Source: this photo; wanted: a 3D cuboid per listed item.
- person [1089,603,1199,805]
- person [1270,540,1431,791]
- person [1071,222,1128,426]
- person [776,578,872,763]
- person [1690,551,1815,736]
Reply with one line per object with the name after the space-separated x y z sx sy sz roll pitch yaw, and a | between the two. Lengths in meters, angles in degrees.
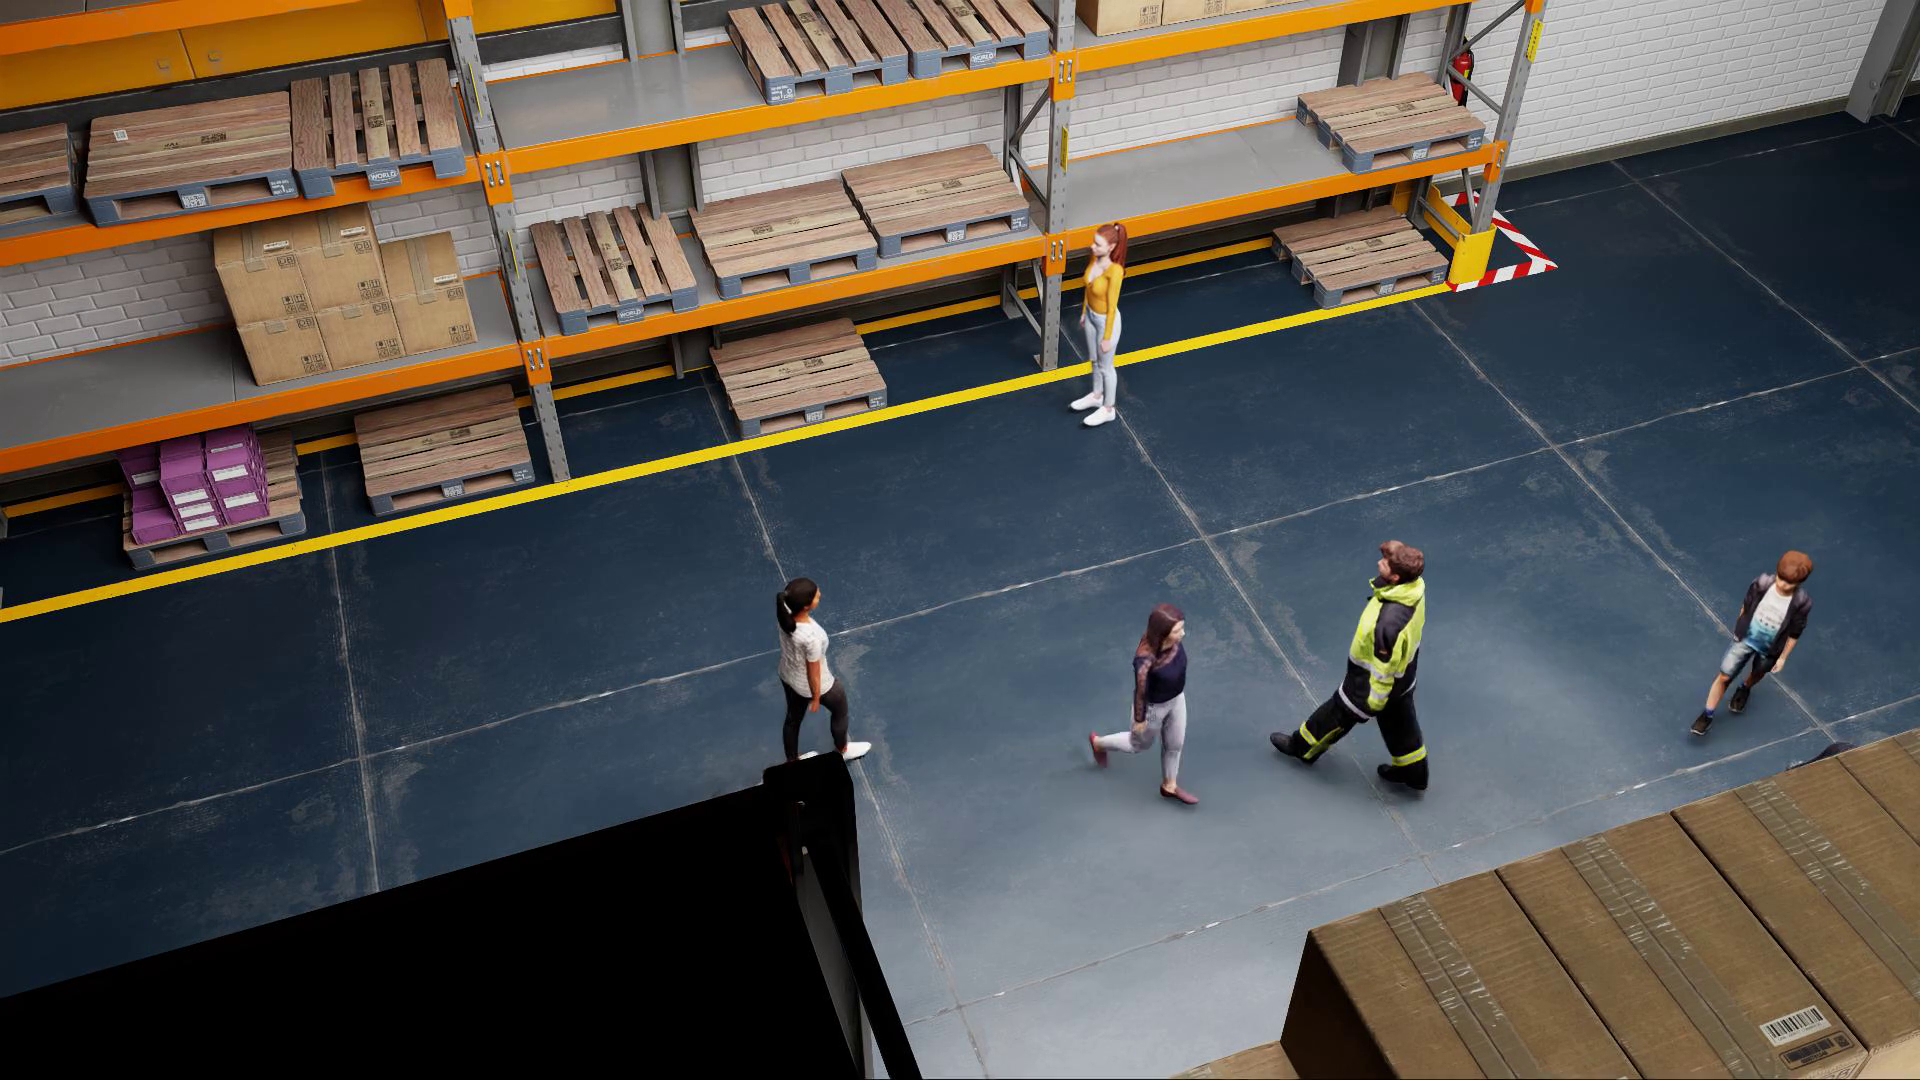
1.131 0.964 9.993 1.012 1.585 1.026 25 49 24 | person
2.589 0.812 9.902 1.343 1.930 1.302 19 47 19 | person
1.086 -1.654 12.621 0.533 1.750 0.576 -16 46 -16 | person
-1.001 0.876 10.057 0.860 1.624 0.721 -30 51 -28 | person
5.095 0.596 10.501 0.836 1.417 0.979 27 50 25 | person
